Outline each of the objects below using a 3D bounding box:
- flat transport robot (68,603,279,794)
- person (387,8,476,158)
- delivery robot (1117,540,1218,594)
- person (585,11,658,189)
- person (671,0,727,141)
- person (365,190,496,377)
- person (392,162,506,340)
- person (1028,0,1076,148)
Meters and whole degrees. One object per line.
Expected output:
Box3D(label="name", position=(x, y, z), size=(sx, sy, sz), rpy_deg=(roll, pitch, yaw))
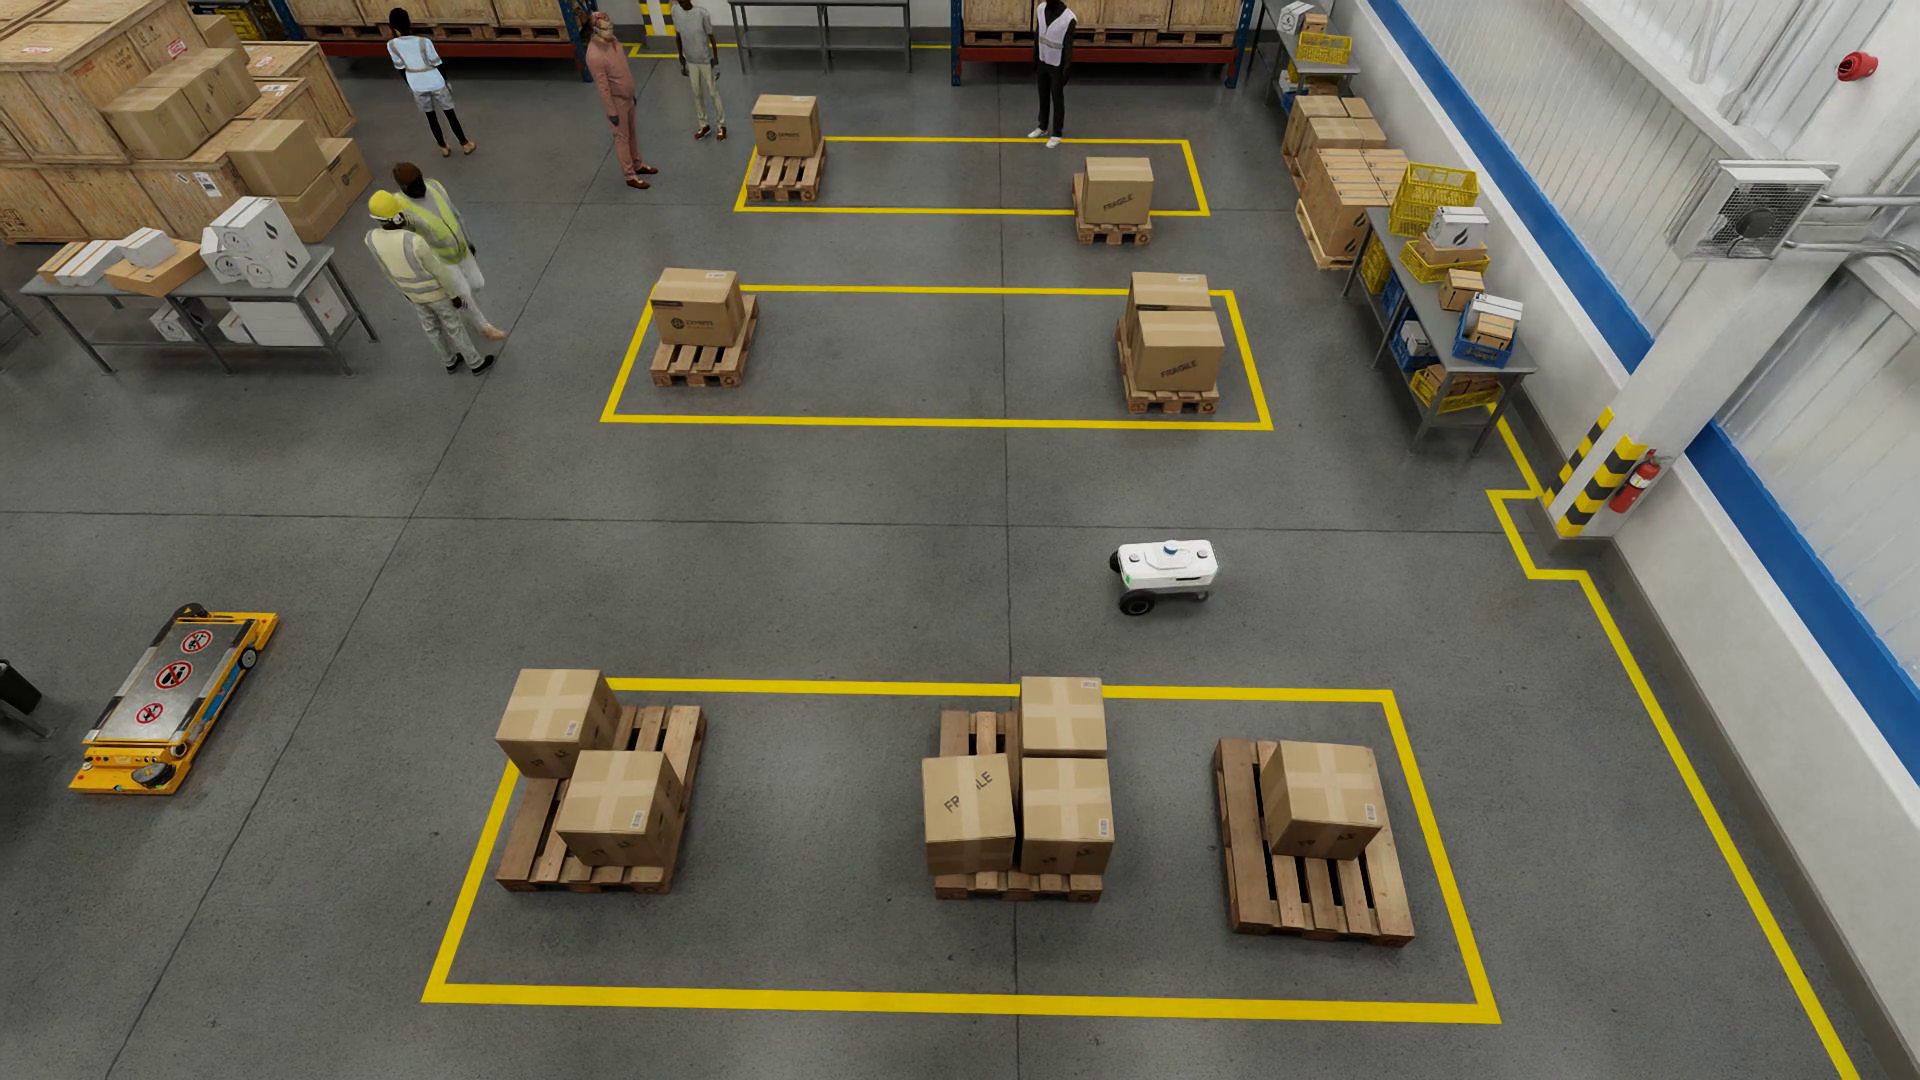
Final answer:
Box3D(label="flat transport robot", position=(-5.504, 1.072, 6.442), size=(0.652, 0.197, 1.431), rpy_deg=(1, 50, 1))
Box3D(label="person", position=(-6.417, -5.491, 11.067), size=(0.535, 1.697, 0.318), rpy_deg=(-9, 50, -7))
Box3D(label="delivery robot", position=(1.563, 0.190, 6.944), size=(0.707, 0.478, 0.477), rpy_deg=(-3, 50, -3))
Box3D(label="person", position=(-3.906, -5.067, 10.578), size=(0.400, 1.902, 0.643), rpy_deg=(5, 50, 4))
Box3D(label="person", position=(-3.216, -5.886, 11.290), size=(0.532, 1.868, 0.310), rpy_deg=(8, 50, 7))
Box3D(label="person", position=(-4.796, -2.271, 8.254), size=(0.587, 1.833, 0.404), rpy_deg=(8, 50, 7))
Box3D(label="person", position=(-4.861, -2.693, 8.620), size=(0.521, 1.822, 0.653), rpy_deg=(14, 51, 11))
Box3D(label="person", position=(1.133, -5.841, 11.227), size=(0.379, 1.910, 0.592), rpy_deg=(-36, 58, -26))
